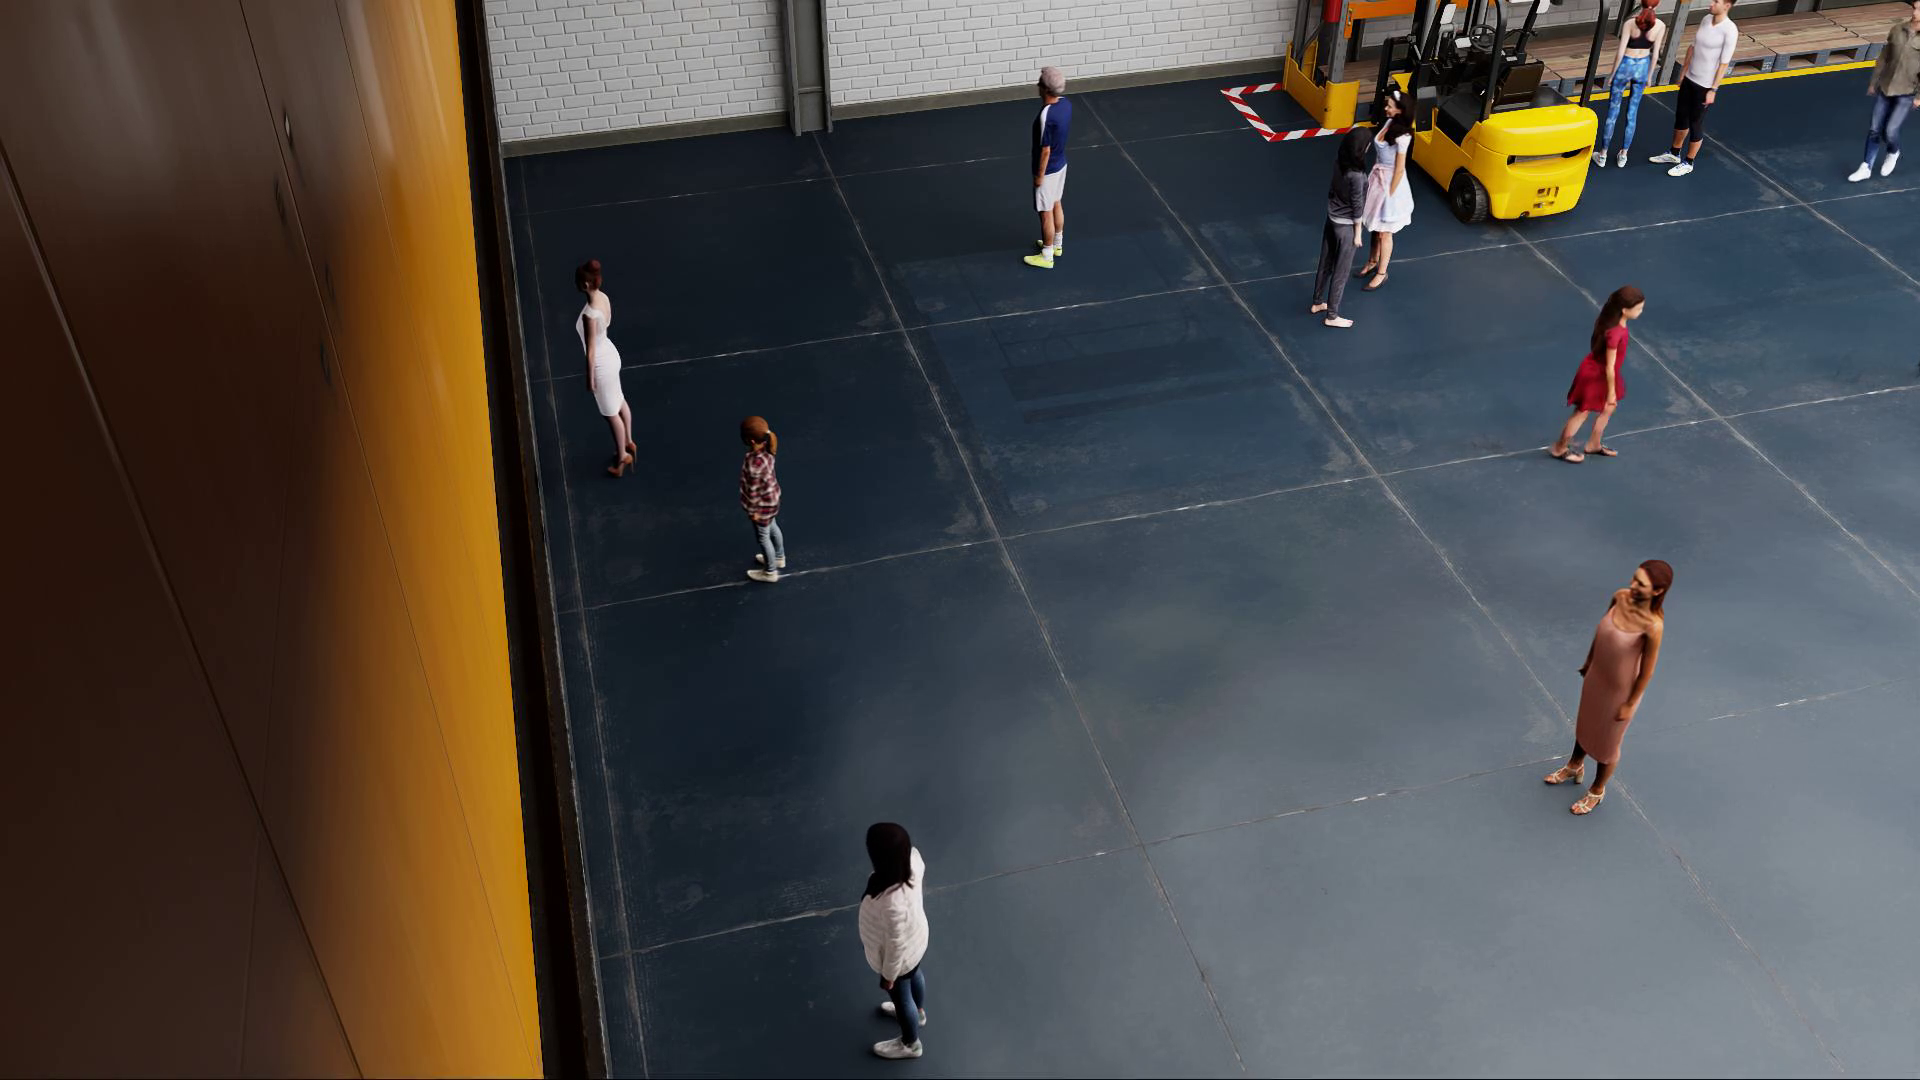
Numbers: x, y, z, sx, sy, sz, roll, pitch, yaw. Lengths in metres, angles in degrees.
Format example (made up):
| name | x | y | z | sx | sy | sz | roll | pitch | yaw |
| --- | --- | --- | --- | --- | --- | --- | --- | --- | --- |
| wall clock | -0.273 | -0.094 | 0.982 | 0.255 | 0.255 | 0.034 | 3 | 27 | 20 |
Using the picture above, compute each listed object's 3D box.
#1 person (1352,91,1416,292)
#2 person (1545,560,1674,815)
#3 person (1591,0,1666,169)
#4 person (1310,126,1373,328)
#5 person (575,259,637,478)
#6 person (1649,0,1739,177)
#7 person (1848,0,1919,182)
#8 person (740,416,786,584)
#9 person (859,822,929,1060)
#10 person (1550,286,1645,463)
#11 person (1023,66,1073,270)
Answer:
| name | x | y | z | sx | sy | sz | roll | pitch | yaw |
| --- | --- | --- | --- | --- | --- | --- | --- | --- | --- |
| person | 3.680 | -3.015 | 14.391 | 0.754 | 1.816 | 0.730 | -5 | 39 | -6 |
| person | 3.763 | 0.834 | 9.557 | 0.513 | 1.831 | 0.590 | -11 | 40 | -14 |
| person | 6.569 | -4.530 | 16.312 | 0.616 | 1.785 | 0.719 | 4 | 39 | 5 |
| person | 3.210 | -2.638 | 13.959 | 0.523 | 1.764 | 0.610 | -12 | 40 | -15 |
| person | -2.598 | -1.255 | 12.204 | 0.580 | 1.794 | 0.607 | 2 | 39 | 2 |
| person | 7.219 | -4.479 | 16.194 | 0.533 | 1.851 | 0.674 | -10 | 40 | -12 |
| person | 9.103 | -4.351 | 16.033 | 0.876 | 1.853 | 0.836 | -22 | 44 | -25 |
| person | -1.341 | -0.283 | 11.378 | 0.613 | 1.305 | 0.594 | 7 | 39 | 8 |
| person | -0.301 | 1.987 | 8.272 | 0.683 | 1.635 | 0.698 | 5 | 39 | 7 |
| person | 4.672 | -1.231 | 12.380 | 0.836 | 1.536 | 0.746 | 11 | 40 | 13 |
| person | 0.791 | -3.309 | 14.741 | 0.759 | 1.838 | 0.722 | 16 | 41 | 19 |
